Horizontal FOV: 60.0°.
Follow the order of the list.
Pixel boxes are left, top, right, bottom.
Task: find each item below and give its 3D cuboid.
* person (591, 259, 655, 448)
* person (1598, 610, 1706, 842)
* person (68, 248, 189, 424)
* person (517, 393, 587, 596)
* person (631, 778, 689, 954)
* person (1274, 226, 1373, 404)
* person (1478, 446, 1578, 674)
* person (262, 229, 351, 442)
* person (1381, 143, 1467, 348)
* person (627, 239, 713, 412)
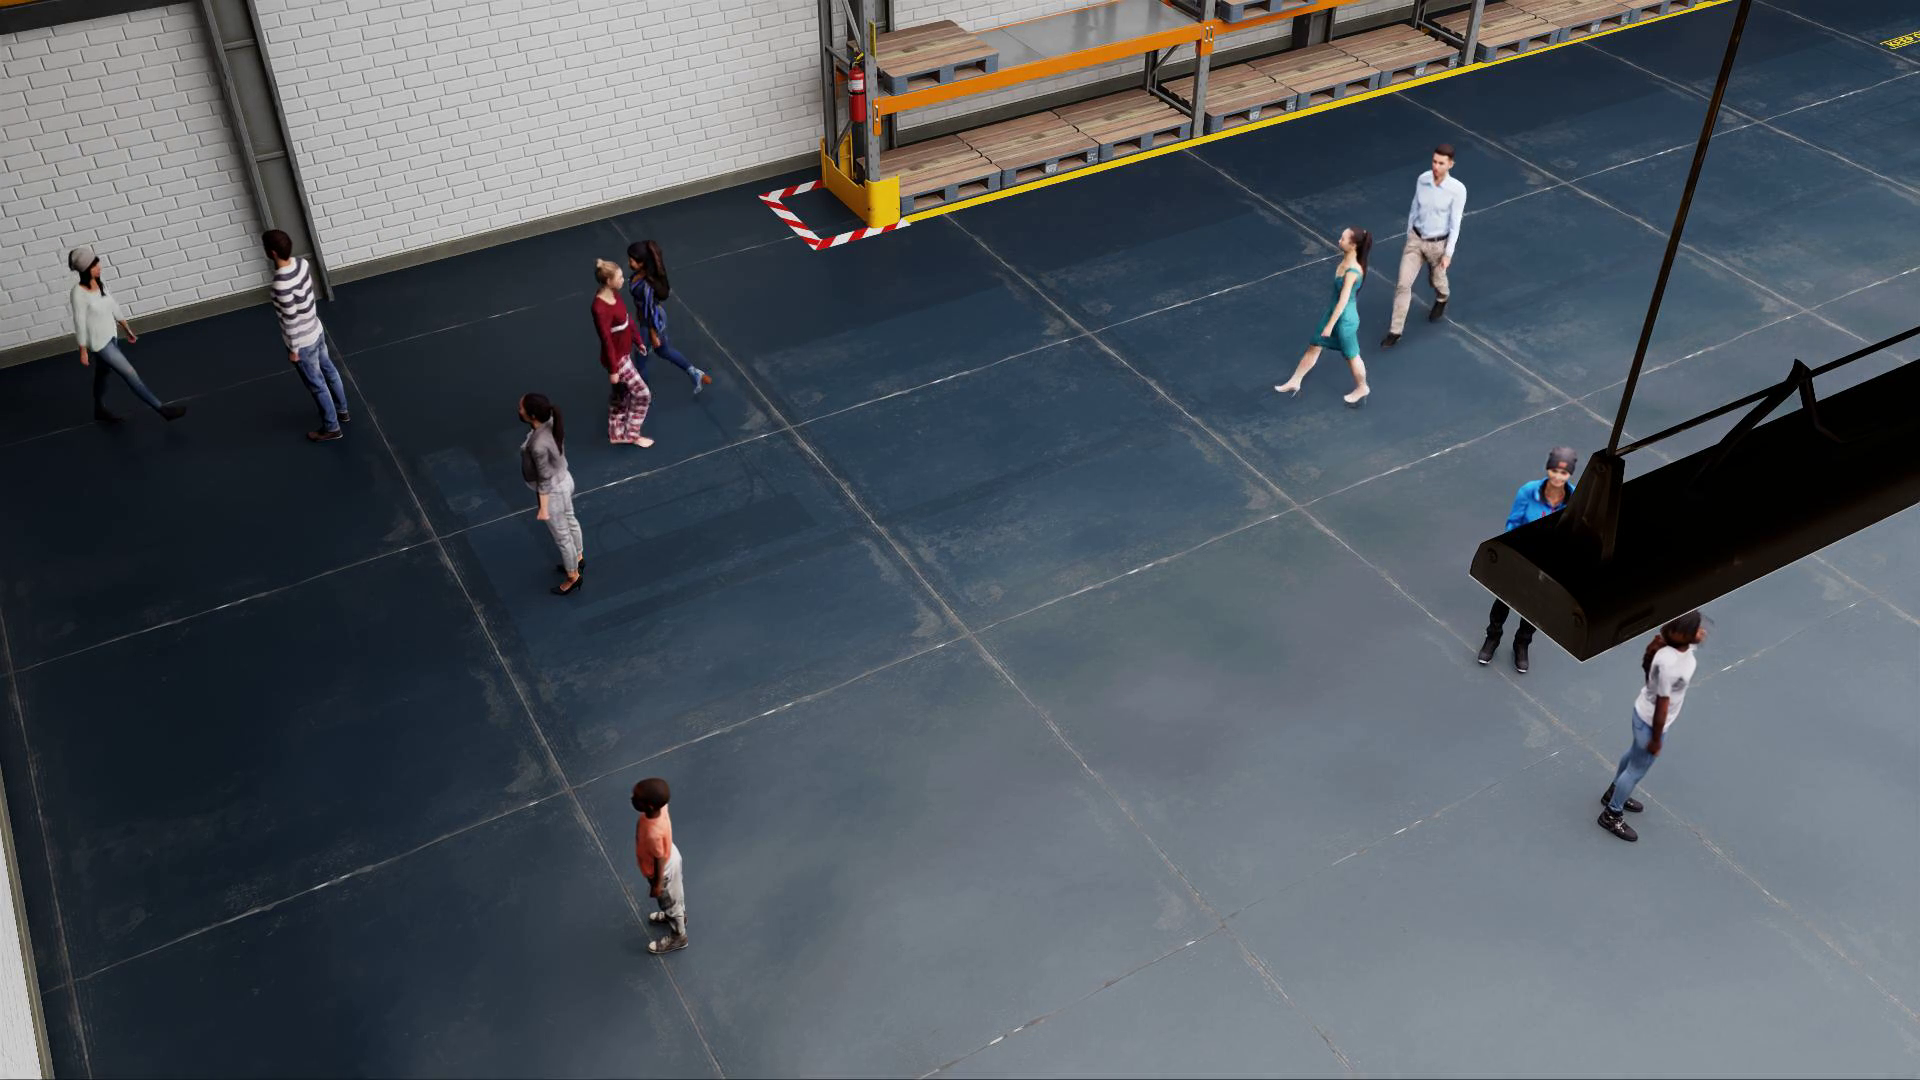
[{"bbox_3d":[-2.814,-1.473,13.256,0.758,1.693,0.729,-3,39,-4],"label":"person"},{"bbox_3d":[4.187,1.077,10.042,0.731,1.718,0.636,18,42,21],"label":"person"},{"bbox_3d":[-7.032,-1.608,13.496,1.151,1.603,0.957,2,39,3],"label":"person"},{"bbox_3d":[-2.889,-0.337,11.846,0.741,1.677,0.714,2,39,2],"label":"person"},{"bbox_3d":[-1.688,1.823,9.434,0.581,1.310,0.558,-3,39,-4],"label":"person"},{"bbox_3d":[3.225,-1.792,13.699,1.102,1.637,0.936,2,39,3],"label":"person"},{"bbox_3d":[3.857,0.124,11.174,0.685,1.795,0.728,12,40,15],"label":"person"},{"bbox_3d":[-5.258,-1.658,13.357,0.728,1.855,0.723,2,39,3],"label":"person"},{"bbox_3d":[4.166,-2.626,14.602,0.964,1.813,1.315,26,45,29],"label":"person"},{"bbox_3d":[-2.482,-1.774,13.710,1.078,1.596,0.877,-4,39,-5],"label":"person"}]
